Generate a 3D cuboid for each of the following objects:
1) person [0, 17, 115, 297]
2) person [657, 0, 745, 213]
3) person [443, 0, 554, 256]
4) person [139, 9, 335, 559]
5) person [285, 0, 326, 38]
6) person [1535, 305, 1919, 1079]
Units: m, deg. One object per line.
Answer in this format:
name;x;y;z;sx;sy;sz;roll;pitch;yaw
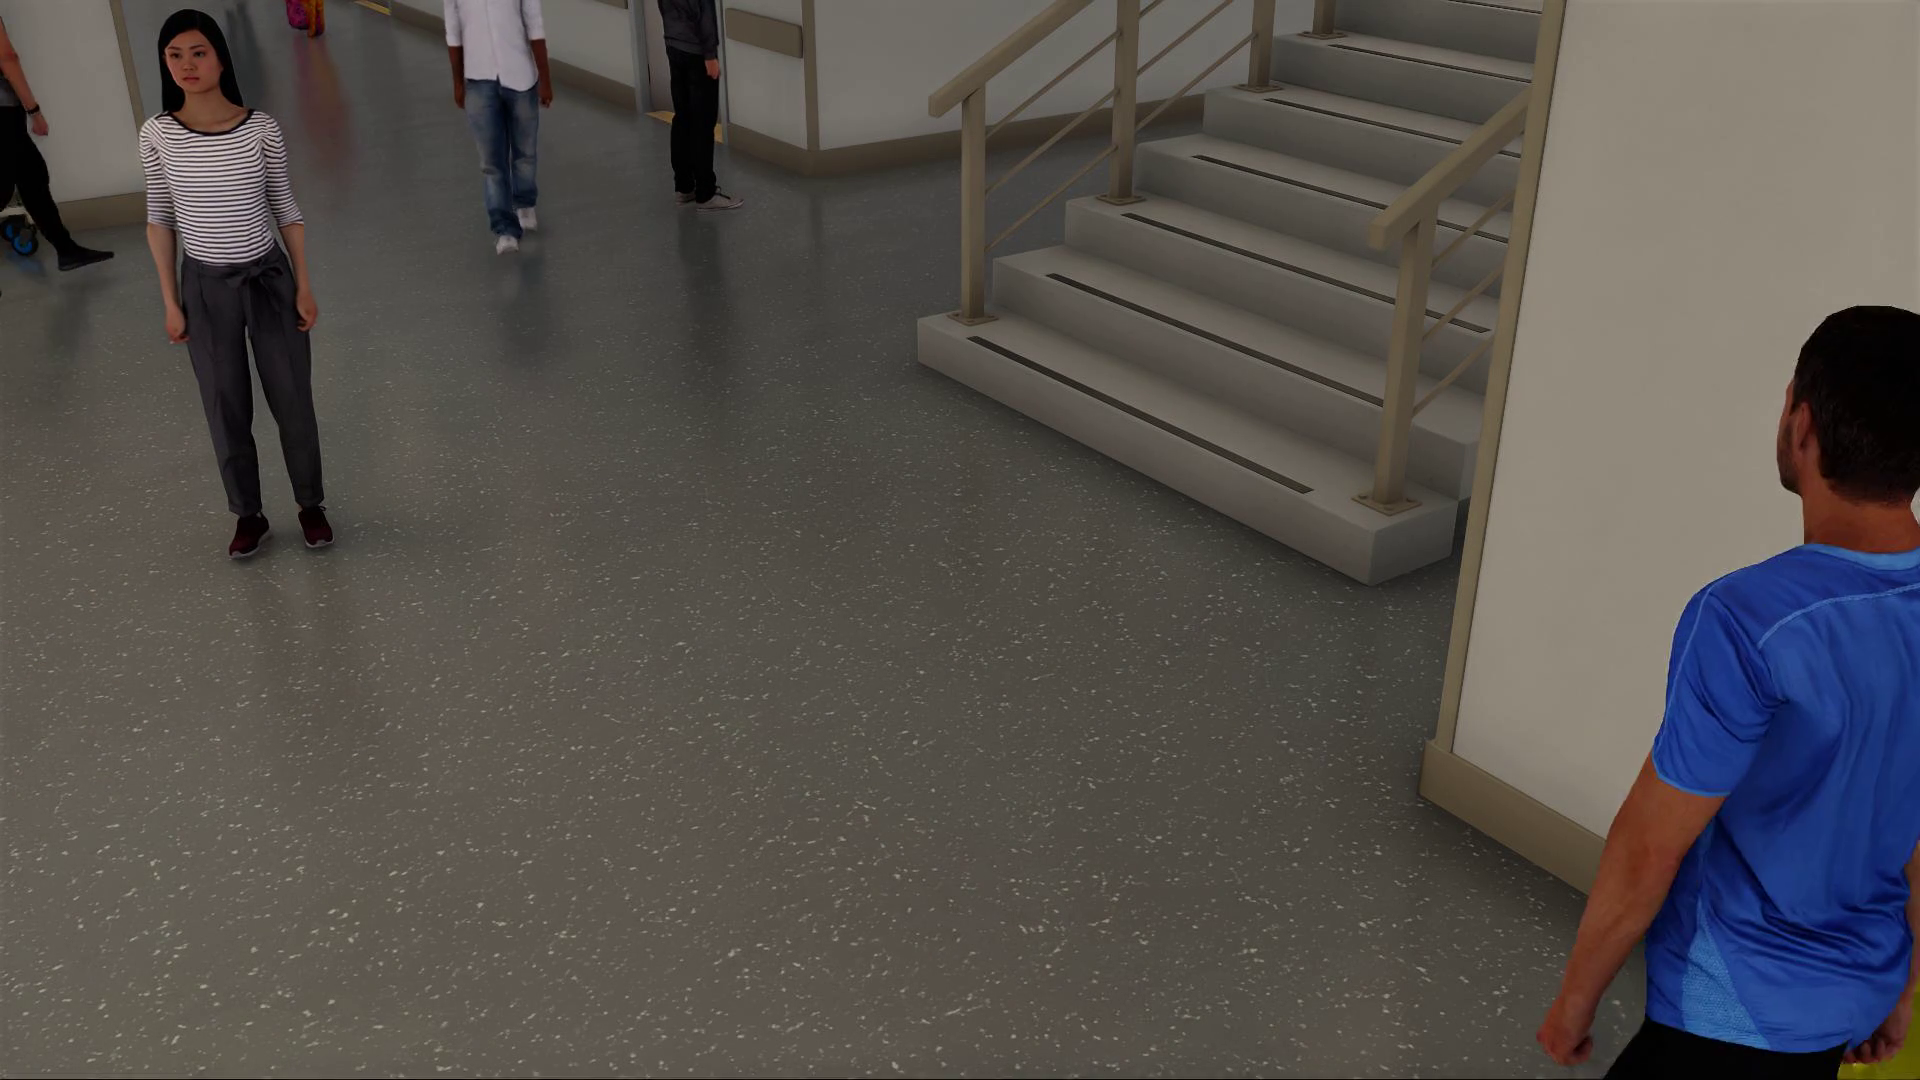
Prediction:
person;-4.619;-1.987;7.783;0.905;1.722;1.229;17;30;31
person;-1.508;-2.747;9.315;0.539;1.760;0.622;-19;31;-33
person;-2.360;-2.407;8.600;1.182;1.768;0.998;-6;26;-13
person;-2.283;-0.785;5.276;0.555;1.734;0.719;-8;27;-17
person;-5.948;-5.382;14.903;0.871;1.651;0.870;-7;27;-14
person;1.116;0.669;2.165;1.204;1.817;0.833;-12;28;-24
